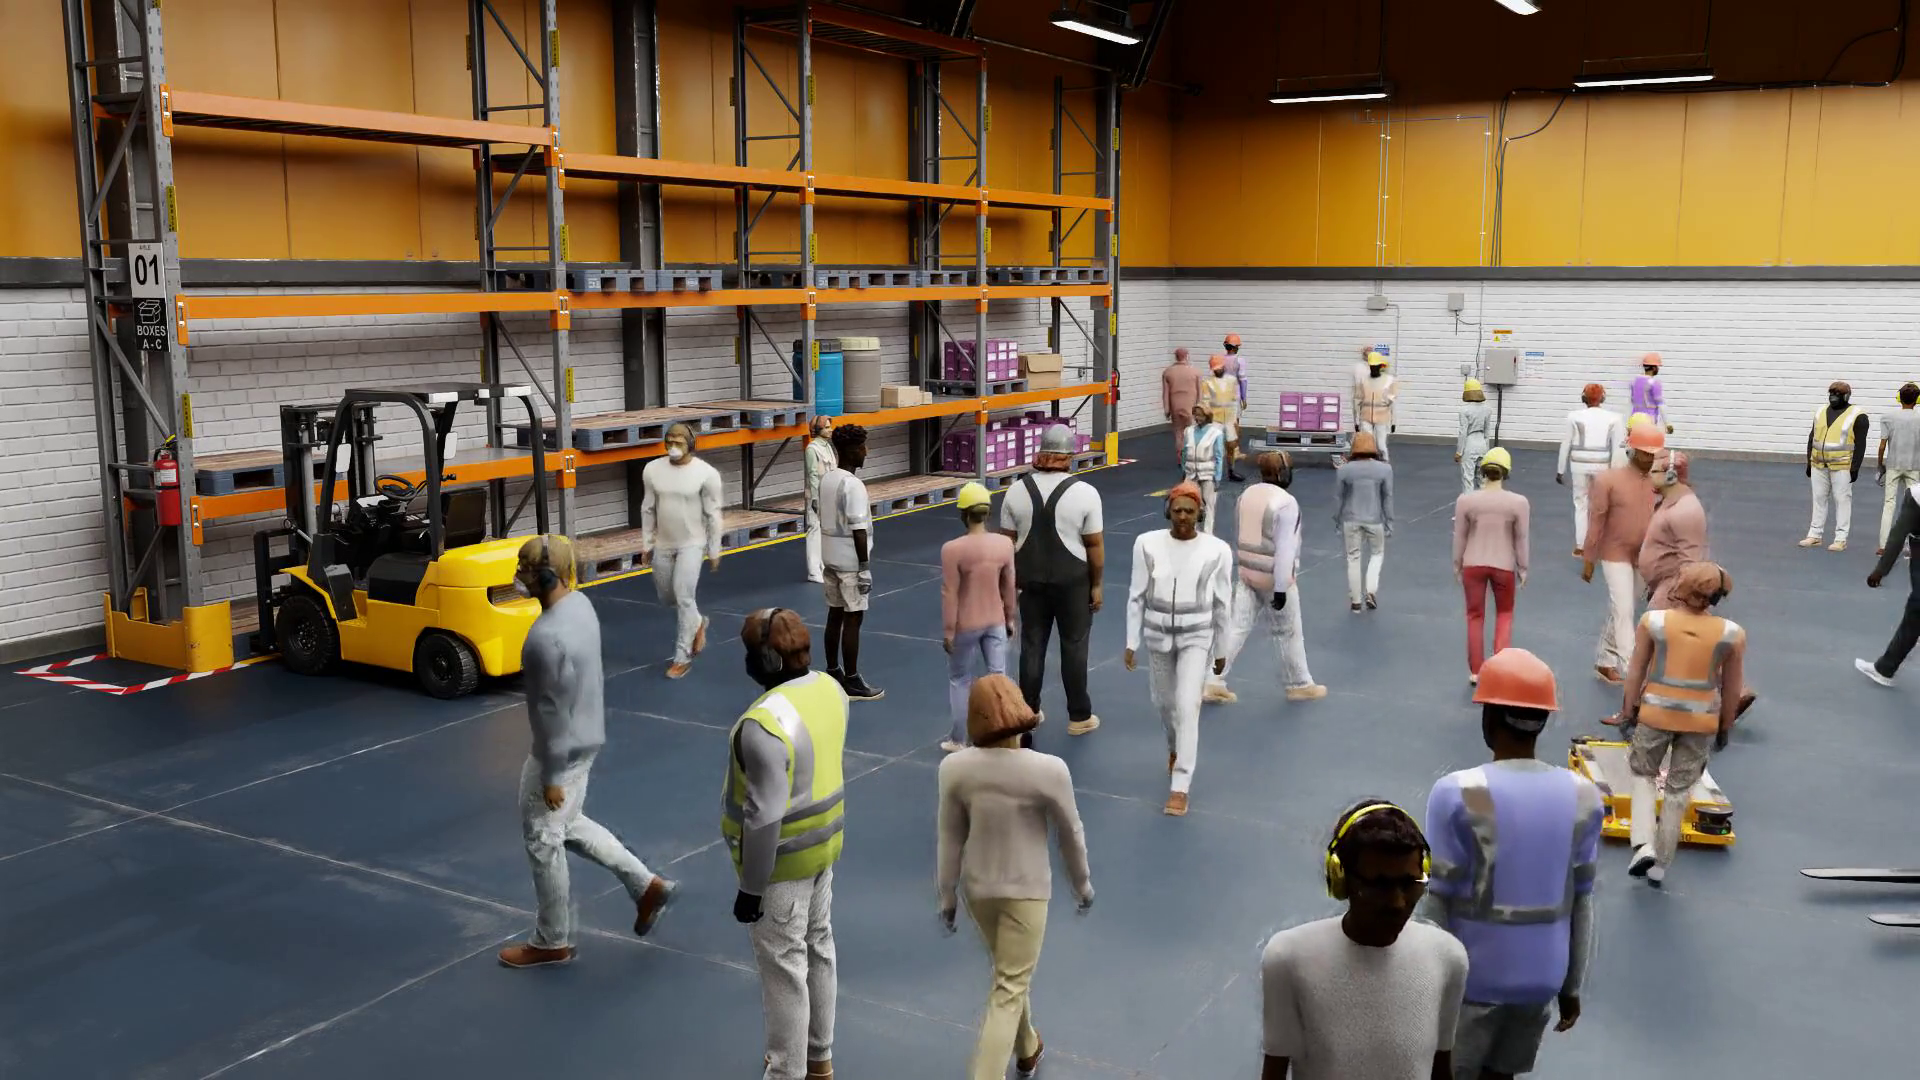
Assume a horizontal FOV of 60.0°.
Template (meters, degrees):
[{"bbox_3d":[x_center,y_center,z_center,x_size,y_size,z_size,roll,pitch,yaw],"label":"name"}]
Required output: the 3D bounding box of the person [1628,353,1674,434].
[{"bbox_3d":[9.682,-1.641,23.166,0.836,1.904,0.556,-2,9,-9],"label":"person"}]

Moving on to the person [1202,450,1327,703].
[{"bbox_3d":[2.114,0.263,11.631,0.967,1.798,0.643,-5,10,-26],"label":"person"}]

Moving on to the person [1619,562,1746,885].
[{"bbox_3d":[3.518,0.900,8.138,0.538,1.619,0.356,3,10,19],"label":"person"}]

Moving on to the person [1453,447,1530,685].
[{"bbox_3d":[3.870,0.196,12.152,0.539,1.752,0.377,3,10,19],"label":"person"}]

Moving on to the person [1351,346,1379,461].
[{"bbox_3d":[6.556,-2.155,26.478,0.671,1.865,0.715,7,11,37],"label":"person"}]

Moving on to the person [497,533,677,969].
[{"bbox_3d":[-1.651,0.911,7.180,0.673,1.918,0.638,0,9,-1],"label":"person"}]

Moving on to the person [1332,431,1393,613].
[{"bbox_3d":[3.563,-0.160,14.736,0.532,1.620,0.330,3,9,15],"label":"person"}]

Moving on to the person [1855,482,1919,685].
[{"bbox_3d":[6.825,0.197,11.785,0.614,1.865,0.994,-4,10,-23],"label":"person"}]

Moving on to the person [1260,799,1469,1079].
[{"bbox_3d":[0.904,1.473,3.898,0.521,1.844,0.853,0,9,-2],"label":"person"}]

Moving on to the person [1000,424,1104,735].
[{"bbox_3d":[0.644,0.246,10.941,0.688,2.000,0.536,4,10,24],"label":"person"}]

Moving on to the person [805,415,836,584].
[{"bbox_3d":[-1.363,-0.405,16.251,0.309,1.641,0.513,2,9,13],"label":"person"}]

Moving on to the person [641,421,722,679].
[{"bbox_3d":[-2.077,0.042,12.602,0.632,1.917,0.766,3,10,19],"label":"person"}]

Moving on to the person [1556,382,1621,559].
[{"bbox_3d":[6.644,-0.733,17.602,0.596,1.871,0.461,0,9,1],"label":"person"}]

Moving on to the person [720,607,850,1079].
[{"bbox_3d":[-0.638,1.144,5.969,0.429,1.842,0.626,3,10,19],"label":"person"}]

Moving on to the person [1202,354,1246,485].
[{"bbox_3d":[3.743,-1.715,23.663,0.677,1.885,0.451,-3,10,-20],"label":"person"}]

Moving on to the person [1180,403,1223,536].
[{"bbox_3d":[2.560,-0.651,17.802,0.538,1.623,0.433,7,12,39],"label":"person"}]

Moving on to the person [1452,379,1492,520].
[{"bbox_3d":[6.206,-1.082,20.183,0.484,1.735,0.311,-4,10,-25],"label":"person"}]

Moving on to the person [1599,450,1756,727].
[{"bbox_3d":[4.787,0.337,10.945,0.900,1.873,0.657,3,10,20],"label":"person"}]

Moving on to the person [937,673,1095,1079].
[{"bbox_3d":[0.158,1.273,5.942,0.515,1.593,0.833,5,10,27],"label":"person"}]

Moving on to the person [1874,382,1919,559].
[{"bbox_3d":[9.969,-0.733,17.584,0.514,1.872,0.328,5,10,28],"label":"person"}]

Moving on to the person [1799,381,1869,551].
[{"bbox_3d":[9.523,-0.809,18.144,0.429,1.844,0.625,-6,11,-31],"label":"person"}]

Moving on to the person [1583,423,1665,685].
[{"bbox_3d":[4.842,0.149,11.832,0.636,1.937,1.013,-1,9,-9],"label":"person"}]

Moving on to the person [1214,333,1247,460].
[{"bbox_3d":[4.398,-2.323,26.970,0.607,2.044,0.374,8,12,42],"label":"person"}]

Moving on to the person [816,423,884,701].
[{"bbox_3d":[-0.790,0.151,11.768,0.362,1.965,0.611,-5,11,-30],"label":"person"}]

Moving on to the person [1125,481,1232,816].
[{"bbox_3d":[1.270,0.568,9.552,0.572,1.851,0.907,3,10,20],"label":"person"}]

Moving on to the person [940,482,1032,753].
[{"bbox_3d":[0.148,0.523,10.163,0.531,1.745,0.743,-5,10,-29],"label":"person"}]

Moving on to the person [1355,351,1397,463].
[{"bbox_3d":[5.943,-1.745,23.765,0.602,1.908,0.575,5,10,27],"label":"person"}]

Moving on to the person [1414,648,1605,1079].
[{"bbox_3d":[1.623,1.288,4.860,0.565,1.912,0.694,-2,9,-11],"label":"person"}]

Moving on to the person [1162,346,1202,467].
[{"bbox_3d":[3.443,-2.044,25.727,0.668,1.886,0.542,3,10,20],"label":"person"}]

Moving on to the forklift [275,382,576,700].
[{"bbox_3d":[-3.974,-0.067,12.417,2.313,2.155,1.214,5,11,30],"label":"forklift"}]

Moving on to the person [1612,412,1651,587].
[{"bbox_3d":[6.190,-0.291,15.196,0.536,1.748,0.488,-3,9,-16],"label":"person"}]

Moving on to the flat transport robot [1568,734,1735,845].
[{"bbox_3d":[3.860,1.381,9.362,0.652,0.197,1.431,2,9,13],"label":"flat transport robot"}]
